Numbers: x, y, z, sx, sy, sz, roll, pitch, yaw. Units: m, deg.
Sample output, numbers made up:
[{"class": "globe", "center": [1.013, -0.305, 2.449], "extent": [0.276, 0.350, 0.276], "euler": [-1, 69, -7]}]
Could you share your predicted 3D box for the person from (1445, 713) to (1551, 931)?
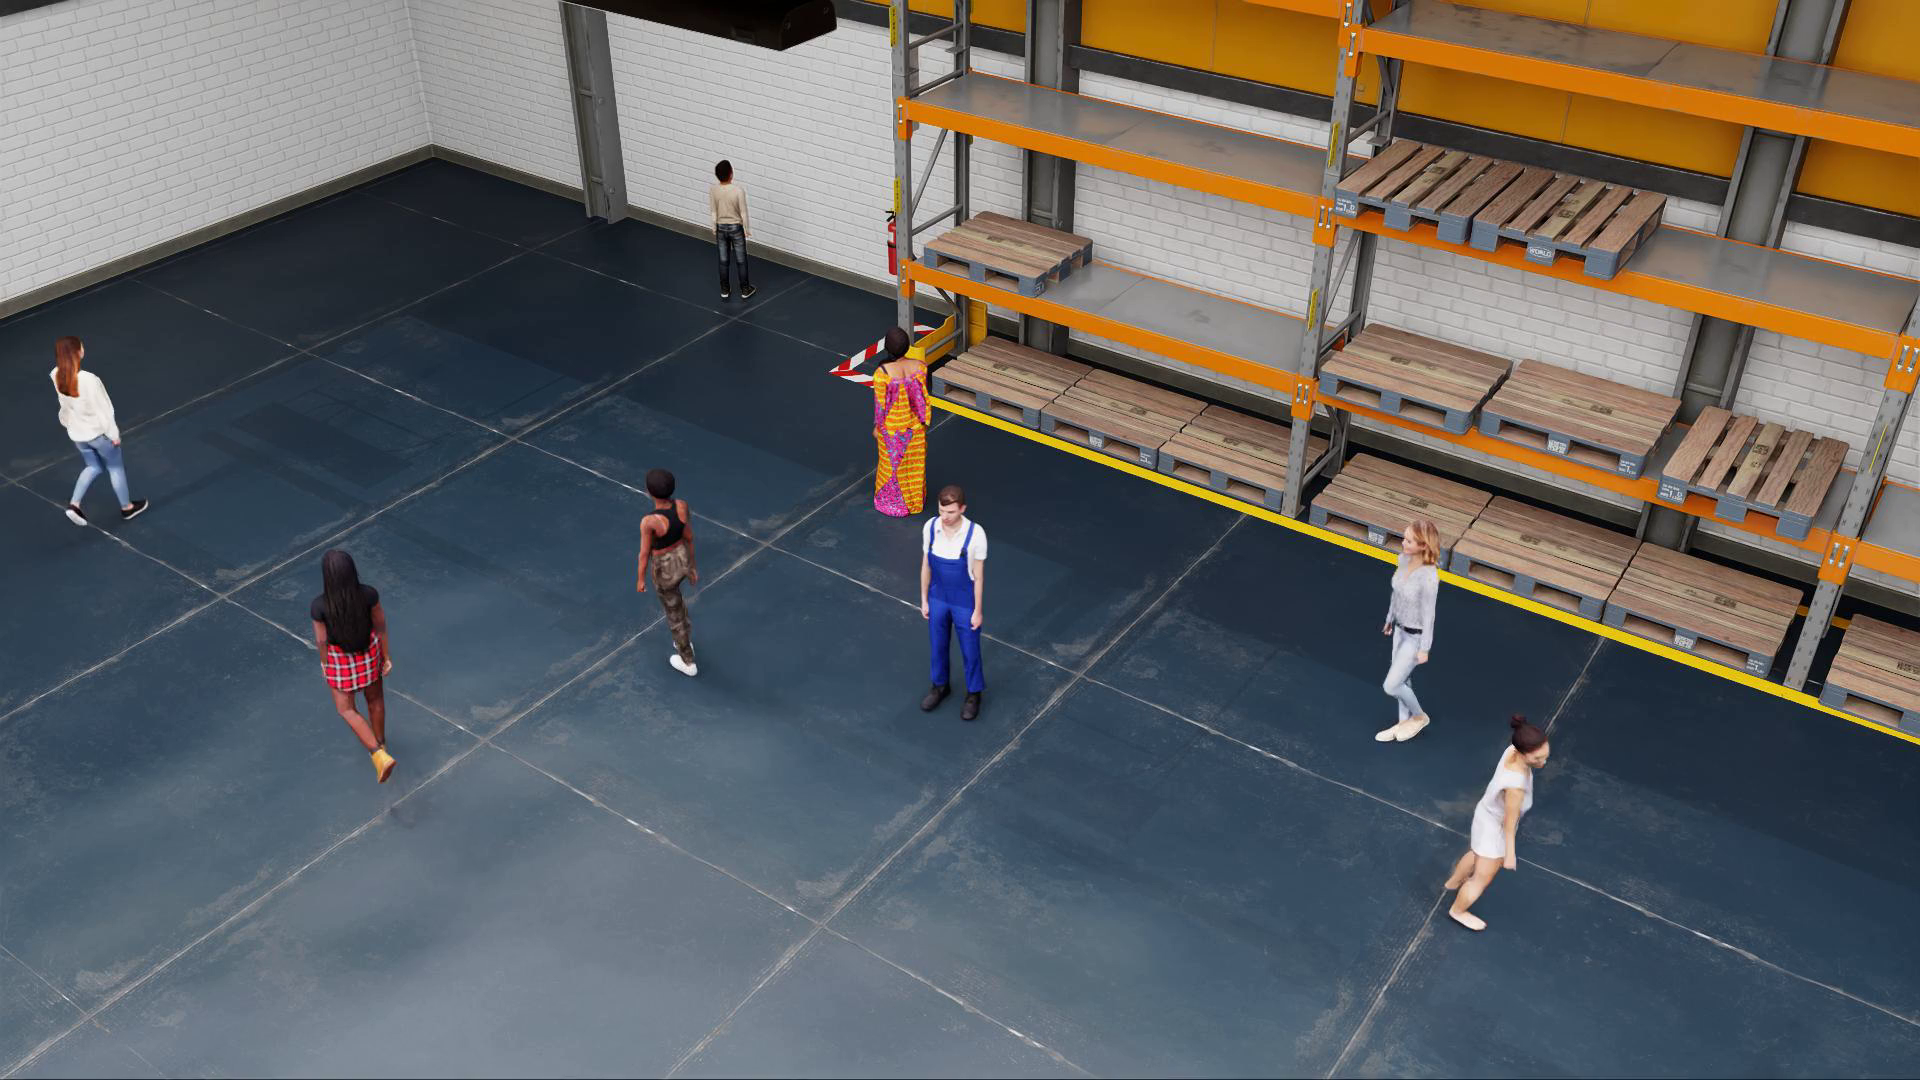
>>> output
[{"class": "person", "center": [3.094, 1.637, 9.730], "extent": [0.715, 1.614, 0.757], "euler": [1, 34, 1]}]

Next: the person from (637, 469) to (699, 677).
[{"class": "person", "center": [-1.983, 0.271, 11.720], "extent": [0.630, 1.685, 0.583], "euler": [24, 41, 32]}]

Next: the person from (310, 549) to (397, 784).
[{"class": "person", "center": [-3.896, 0.851, 10.826], "extent": [0.757, 1.710, 1.004], "euler": [-25, 41, -32]}]

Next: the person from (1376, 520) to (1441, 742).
[{"class": "person", "center": [3.082, 0.633, 11.085], "extent": [0.832, 1.786, 0.769], "euler": [-6, 34, -8]}]

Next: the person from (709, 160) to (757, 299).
[{"class": "person", "center": [-2.375, -3.200, 17.142], "extent": [0.578, 1.465, 0.682], "euler": [5, 34, 7]}]

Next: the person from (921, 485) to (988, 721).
[{"class": "person", "center": [-0.034, 0.396, 11.384], "extent": [0.568, 1.848, 0.730], "euler": [12, 35, 17]}]

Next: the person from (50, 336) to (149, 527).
[{"class": "person", "center": [-7.030, -0.818, 13.366], "extent": [0.907, 1.677, 0.803], "euler": [13, 36, 19]}]

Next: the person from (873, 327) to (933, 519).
[{"class": "person", "center": [-0.507, -1.001, 13.635], "extent": [0.759, 1.683, 0.790], "euler": [-17, 37, -24]}]
